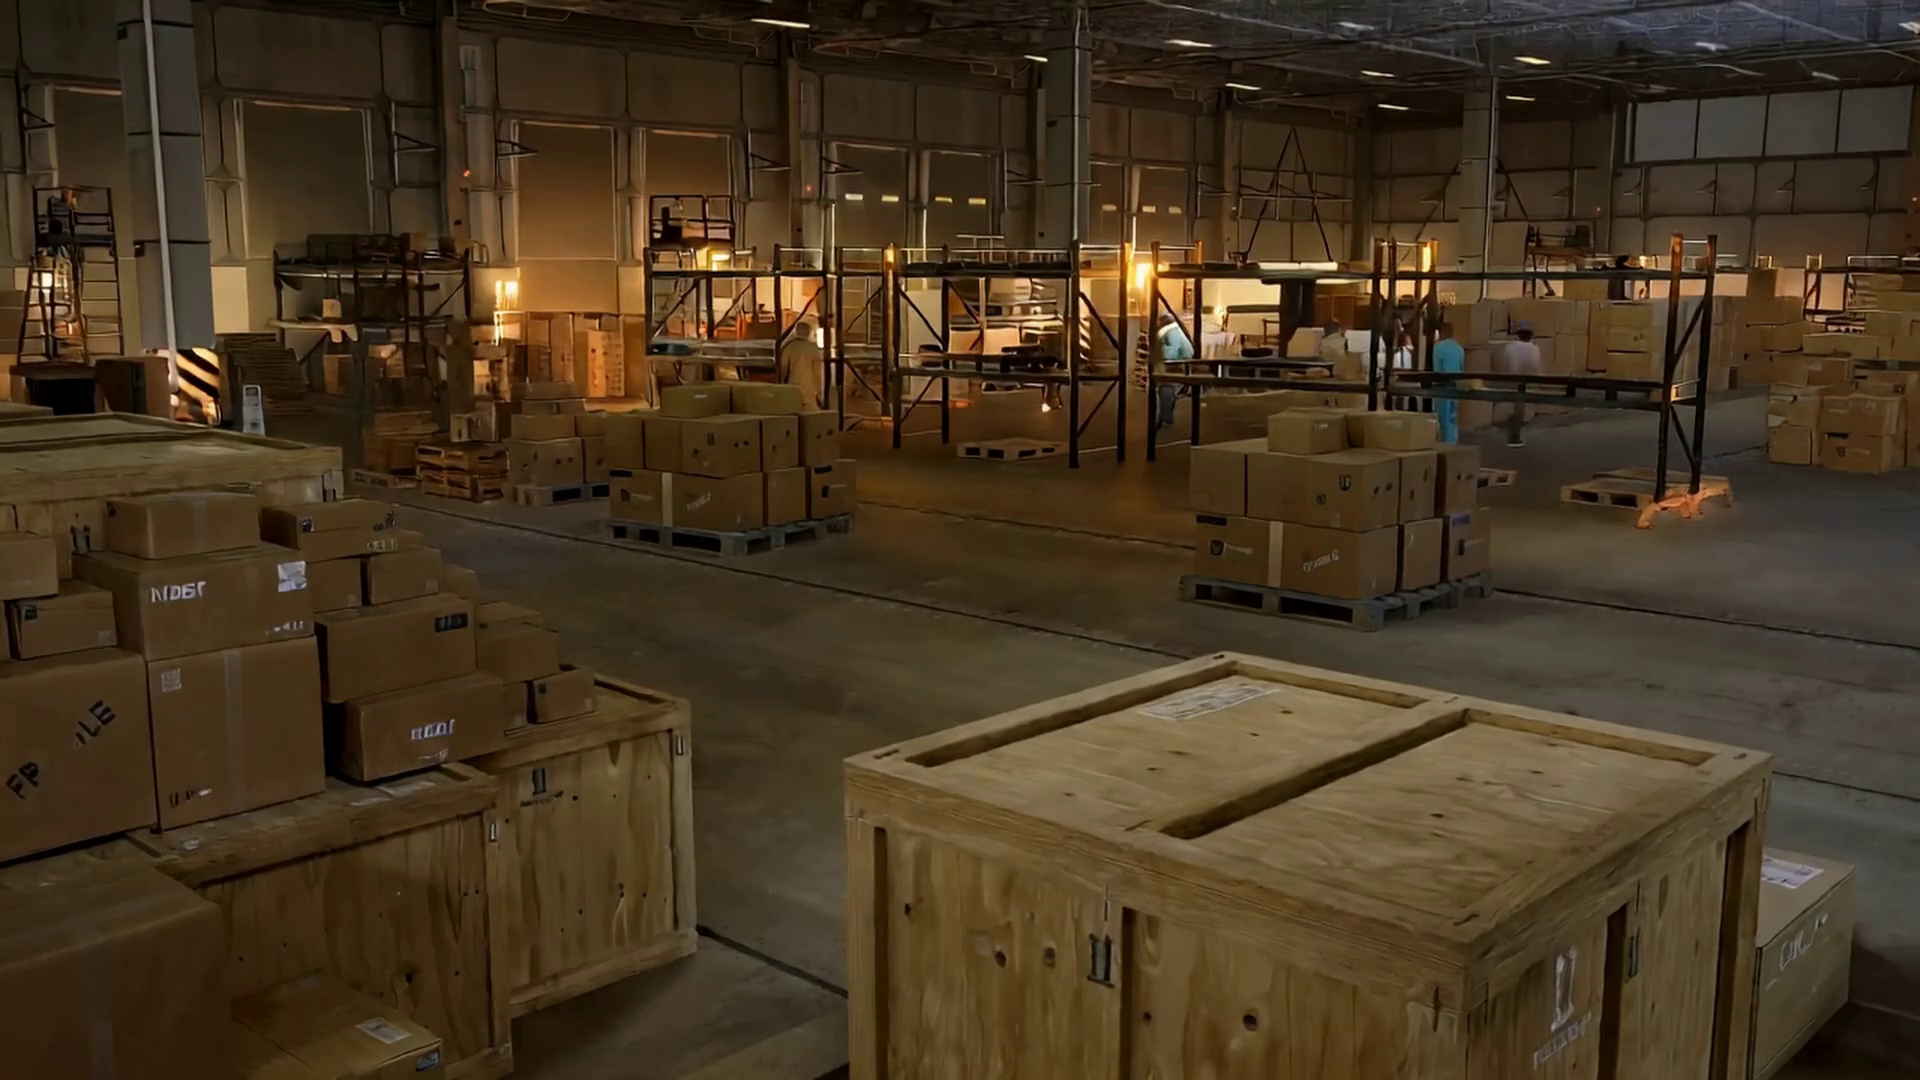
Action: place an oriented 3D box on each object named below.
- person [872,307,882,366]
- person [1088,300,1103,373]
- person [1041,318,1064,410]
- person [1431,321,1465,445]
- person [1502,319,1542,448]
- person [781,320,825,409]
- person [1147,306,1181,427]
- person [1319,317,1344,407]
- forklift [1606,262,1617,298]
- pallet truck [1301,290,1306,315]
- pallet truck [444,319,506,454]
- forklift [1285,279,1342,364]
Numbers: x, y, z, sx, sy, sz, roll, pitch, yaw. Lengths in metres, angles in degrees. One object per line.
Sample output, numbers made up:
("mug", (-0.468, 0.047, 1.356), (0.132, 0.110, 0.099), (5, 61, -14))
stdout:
("person", (-2.181, -5.392, 44.437), (0.314, 1.631, 0.525), (-1, 9, -6))
("person", (3.123, -5.166, 42.256), (0.984, 1.896, 0.560), (2, 10, 14))
("person", (1.759, -3.324, 31.421), (0.484, 1.739, 0.319), (-4, 10, -25))
("person", (6.752, -2.076, 23.200), (0.622, 1.932, 0.368), (-5, 11, -30))
("person", (8.411, -2.325, 24.778), (0.633, 1.906, 0.592), (-5, 11, -30))
("person", (-2.183, -2.095, 23.270), (0.630, 1.940, 0.372), (3, 10, 16))
("person", (3.432, -2.937, 28.122), (0.535, 2.000, 0.688), (-2, 9, -13))
("person", (5.664, -2.440, 25.434), (0.368, 1.932, 0.623), (6, 11, 31))
("forklift", (17.737, -6.208, 45.610), (1.873, 2.768, 1.129), (2, 10, 15))
("pallet truck", (11.297, -6.951, 52.861), (1.885, 1.965, 0.823), (-5, 11, -29))
("pallet truck", (-6.981, -1.942, 22.150), (1.885, 1.965, 0.823), (1, 9, 9))
("forklift", (9.145, -5.999, 44.327), (1.873, 2.768, 1.129), (9, 13, 43))
